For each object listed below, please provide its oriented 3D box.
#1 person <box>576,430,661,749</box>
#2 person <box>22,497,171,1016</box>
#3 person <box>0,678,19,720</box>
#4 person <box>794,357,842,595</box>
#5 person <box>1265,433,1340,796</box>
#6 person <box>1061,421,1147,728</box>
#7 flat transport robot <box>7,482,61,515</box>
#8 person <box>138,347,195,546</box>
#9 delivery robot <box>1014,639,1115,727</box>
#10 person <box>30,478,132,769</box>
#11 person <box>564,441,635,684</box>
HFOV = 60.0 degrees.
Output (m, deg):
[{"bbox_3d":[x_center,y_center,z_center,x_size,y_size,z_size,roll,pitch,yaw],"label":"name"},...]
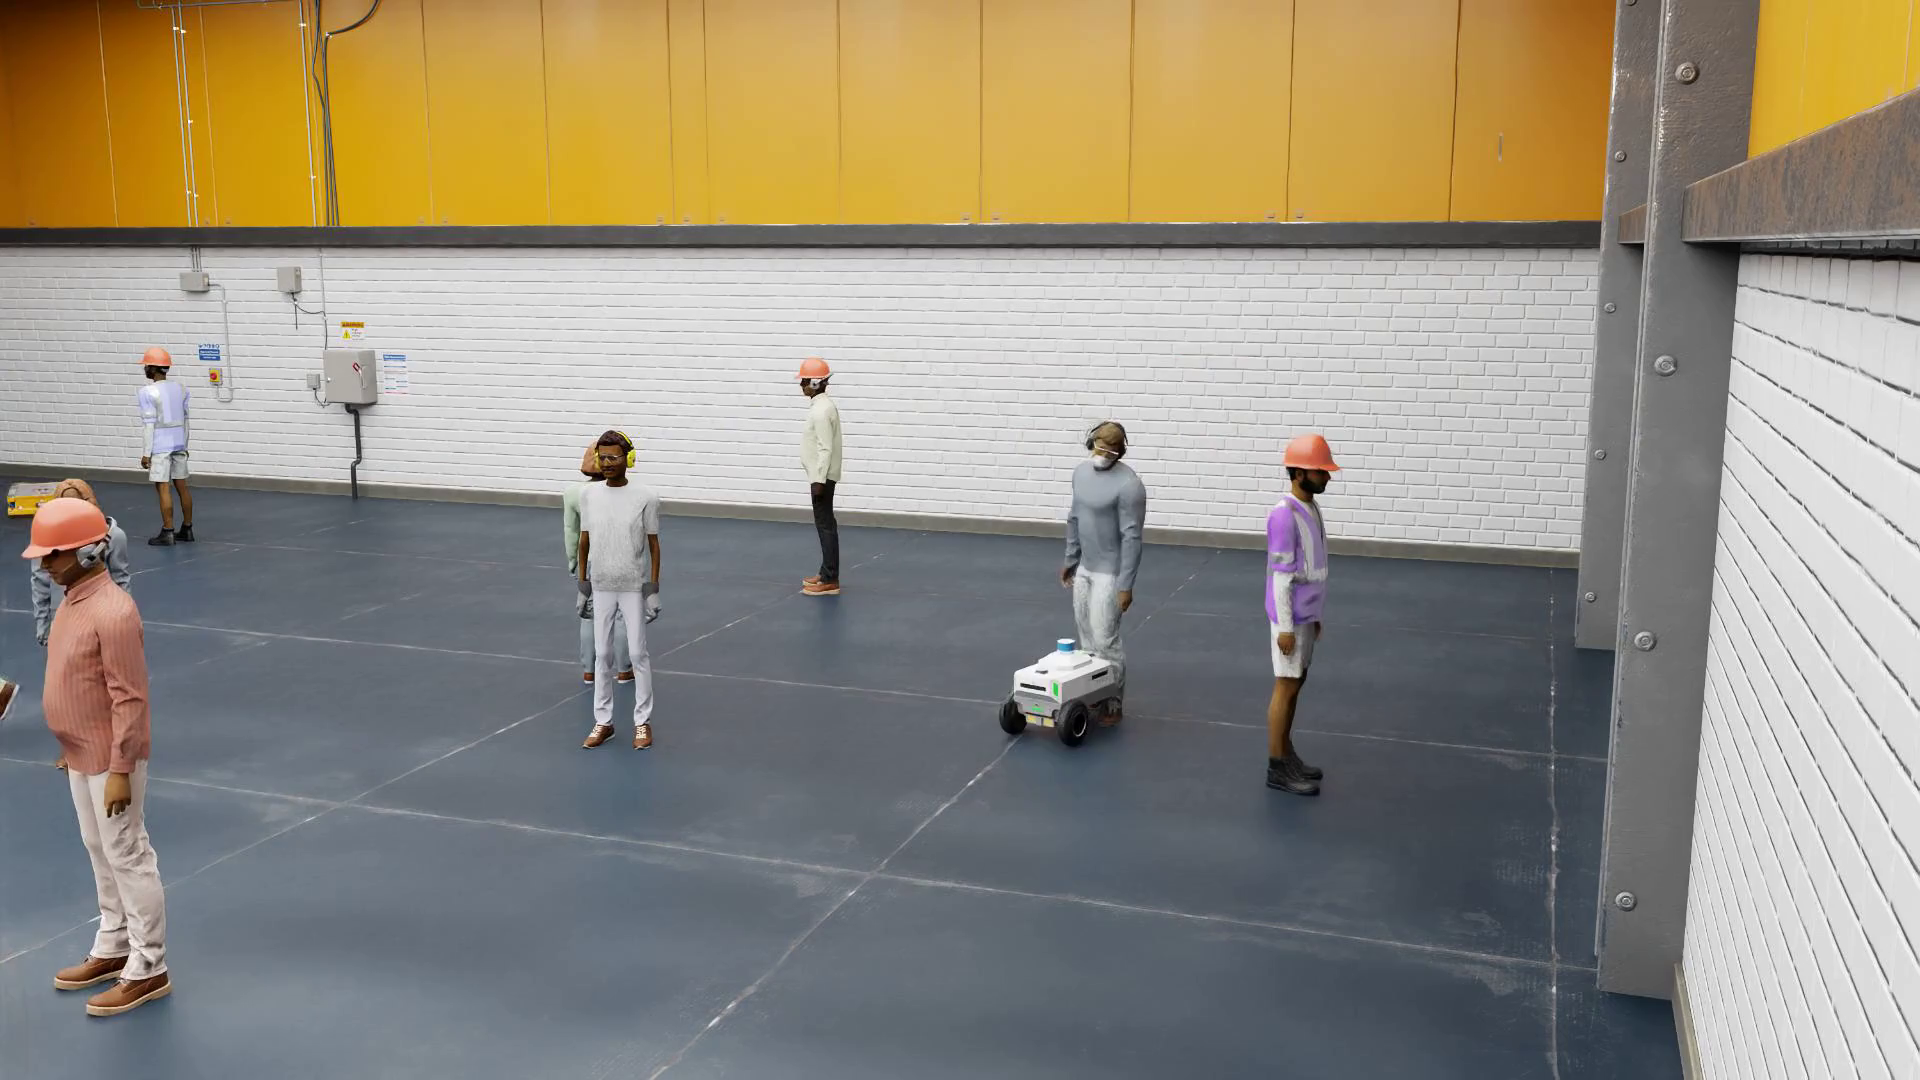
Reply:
[{"bbox_3d":[-1.990,0.292,9.670,0.508,1.868,0.328,1,10,4],"label":"person"},{"bbox_3d":[-3.309,0.814,6.381,0.387,1.989,0.608,-10,14,-44],"label":"person"},{"bbox_3d":[-5.866,0.406,9.716,0.522,1.610,0.519,10,14,44],"label":"person"},{"bbox_3d":[-1.184,-0.537,13.972,0.396,1.992,0.622,-1,10,-3],"label":"person"},{"bbox_3d":[1.833,0.387,8.934,0.367,1.936,0.549,5,11,25],"label":"person"},{"bbox_3d":[0.853,0.190,10.208,0.349,1.896,0.839,-4,11,-22],"label":"person"},{"bbox_3d":[-10.189,-0.477,18.490,0.652,0.197,1.431,-5,11,-26],"label":"flat transport robot"},{"bbox_3d":[-7.763,-0.912,16.234,0.348,1.942,0.546,4,11,21],"label":"person"},{"bbox_3d":[0.635,0.840,10.006,0.477,0.478,0.707,7,12,36],"label":"delivery robot"},{"bbox_3d":[-4.928,0.461,9.364,0.499,1.634,0.279,-5,11,-25],"label":"person"},{"bbox_3d":[-2.377,0.153,11.105,0.505,1.633,0.279,0,10,1],"label":"person"}]
